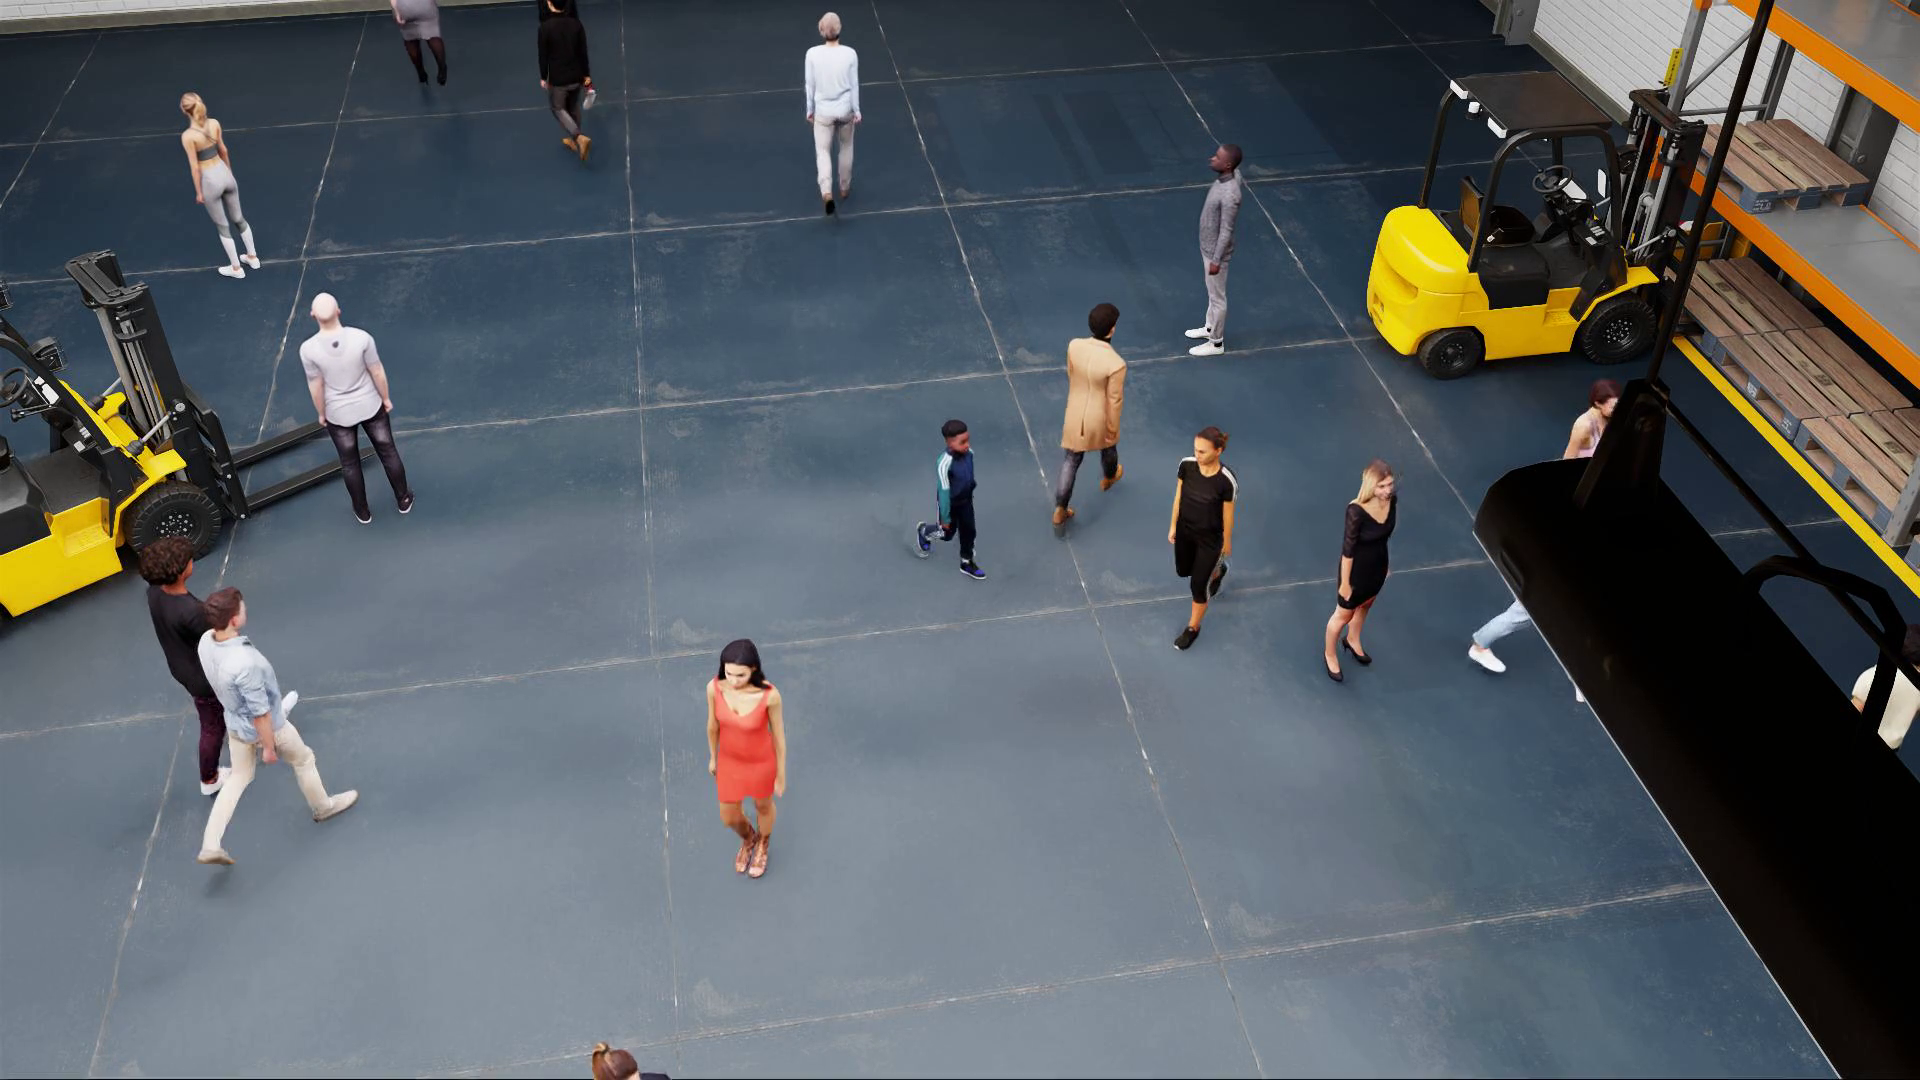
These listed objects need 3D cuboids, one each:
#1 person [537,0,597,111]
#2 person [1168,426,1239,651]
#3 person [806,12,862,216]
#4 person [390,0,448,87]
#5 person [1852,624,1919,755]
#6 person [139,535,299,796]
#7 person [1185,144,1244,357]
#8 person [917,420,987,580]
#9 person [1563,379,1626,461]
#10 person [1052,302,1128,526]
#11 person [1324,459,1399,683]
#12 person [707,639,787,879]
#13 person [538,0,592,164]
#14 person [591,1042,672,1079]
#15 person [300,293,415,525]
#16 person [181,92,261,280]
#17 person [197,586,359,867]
[{"bbox_3d":[-4.097,-5.235,17.260,0.899,1.652,1.030,-31,48,-33],"label":"person"},{"bbox_3d":[1.607,-0.080,10.808,0.935,1.647,0.944,28,46,31],"label":"person"},{"bbox_3d":[-1.176,-3.932,15.454,0.770,1.869,1.175,-1,39,-2],"label":"person"},{"bbox_3d":[-5.747,-5.598,17.648,0.855,1.735,1.096,-20,43,-23],"label":"person"},{"bbox_3d":[5.144,1.100,9.379,0.637,1.587,0.558,3,39,3],"label":"person"},{"bbox_3d":[-4.475,0.771,9.662,1.079,1.748,1.125,25,45,28],"label":"person"},{"bbox_3d":[2.108,-2.367,13.519,0.782,1.839,0.564,1,39,1],"label":"person"},{"bbox_3d":[-0.073,-0.299,11.406,0.874,1.243,0.750,32,48,33],"label":"person"},{"bbox_3d":[4.021,-0.361,11.095,1.048,1.729,0.966,26,46,29],"label":"person"},{"bbox_3d":[0.875,-0.857,11.749,1.092,1.688,1.210,20,43,24],"label":"person"},{"bbox_3d":[2.541,0.175,10.468,0.626,1.674,0.605,-27,46,-30],"label":"person"},{"bbox_3d":[-1.150,1.160,9.204,0.692,1.711,0.677,5,39,7],"label":"person"},{"bbox_3d":[-3.868,-4.568,16.380,0.926,1.707,1.049,-28,46,-30],"label":"person"},{"bbox_3d":[-1.464,2.690,7.355,0.965,1.628,1.237,-25,45,-28],"label":"person"},{"bbox_3d":[-4.274,-0.935,11.726,0.716,1.838,0.658,-14,41,-17],"label":"person"},{"bbox_3d":[-6.502,-3.110,14.558,0.723,1.703,0.651,19,42,22],"label":"person"},{"bbox_3d":[-3.998,1.080,9.222,1.187,1.815,1.205,25,45,28],"label":"person"}]
